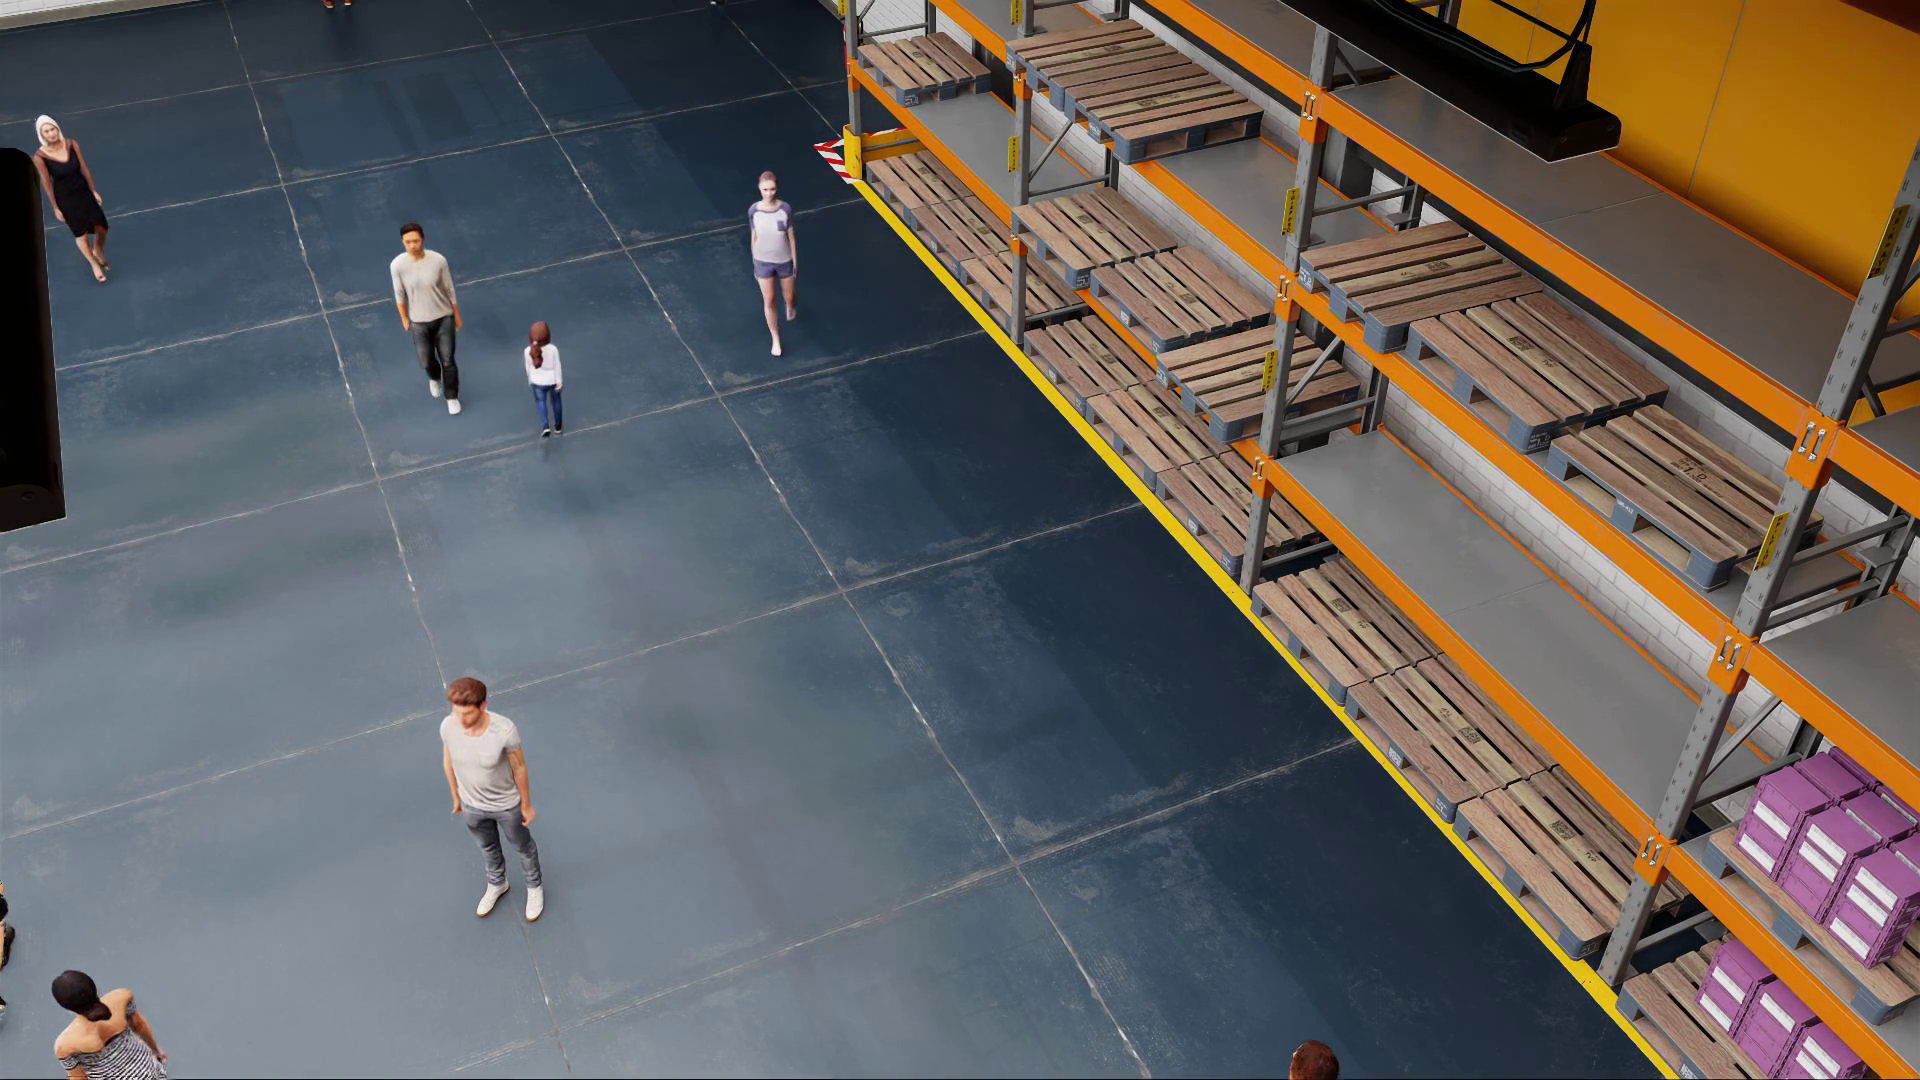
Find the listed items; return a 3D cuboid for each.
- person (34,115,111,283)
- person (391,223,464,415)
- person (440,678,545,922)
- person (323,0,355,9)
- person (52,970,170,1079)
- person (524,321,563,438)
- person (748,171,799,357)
[{"bbox_3d":[-8.618,-3.329,16.139,0.740,1.734,0.713,31,48,33],"label":"person"},{"bbox_3d":[-4.573,-1.962,14.375,0.683,1.800,0.742,-12,40,-15],"label":"person"},{"bbox_3d":[-2.792,1.526,9.932,0.741,1.894,0.746,4,39,5],"label":"person"},{"bbox_3d":[-8.372,-7.911,21.850,0.616,1.768,0.565,-15,41,-18],"label":"person"},{"bbox_3d":[-4.135,2.800,8.409,1.016,1.804,0.891,20,43,24],"label":"person"},{"bbox_3d":[-3.538,-1.350,14.167,0.519,1.104,0.647,-7,39,-8],"label":"person"},{"bbox_3d":[-1.698,-2.580,15.191,0.762,1.748,0.958,-1,39,-2],"label":"person"}]
